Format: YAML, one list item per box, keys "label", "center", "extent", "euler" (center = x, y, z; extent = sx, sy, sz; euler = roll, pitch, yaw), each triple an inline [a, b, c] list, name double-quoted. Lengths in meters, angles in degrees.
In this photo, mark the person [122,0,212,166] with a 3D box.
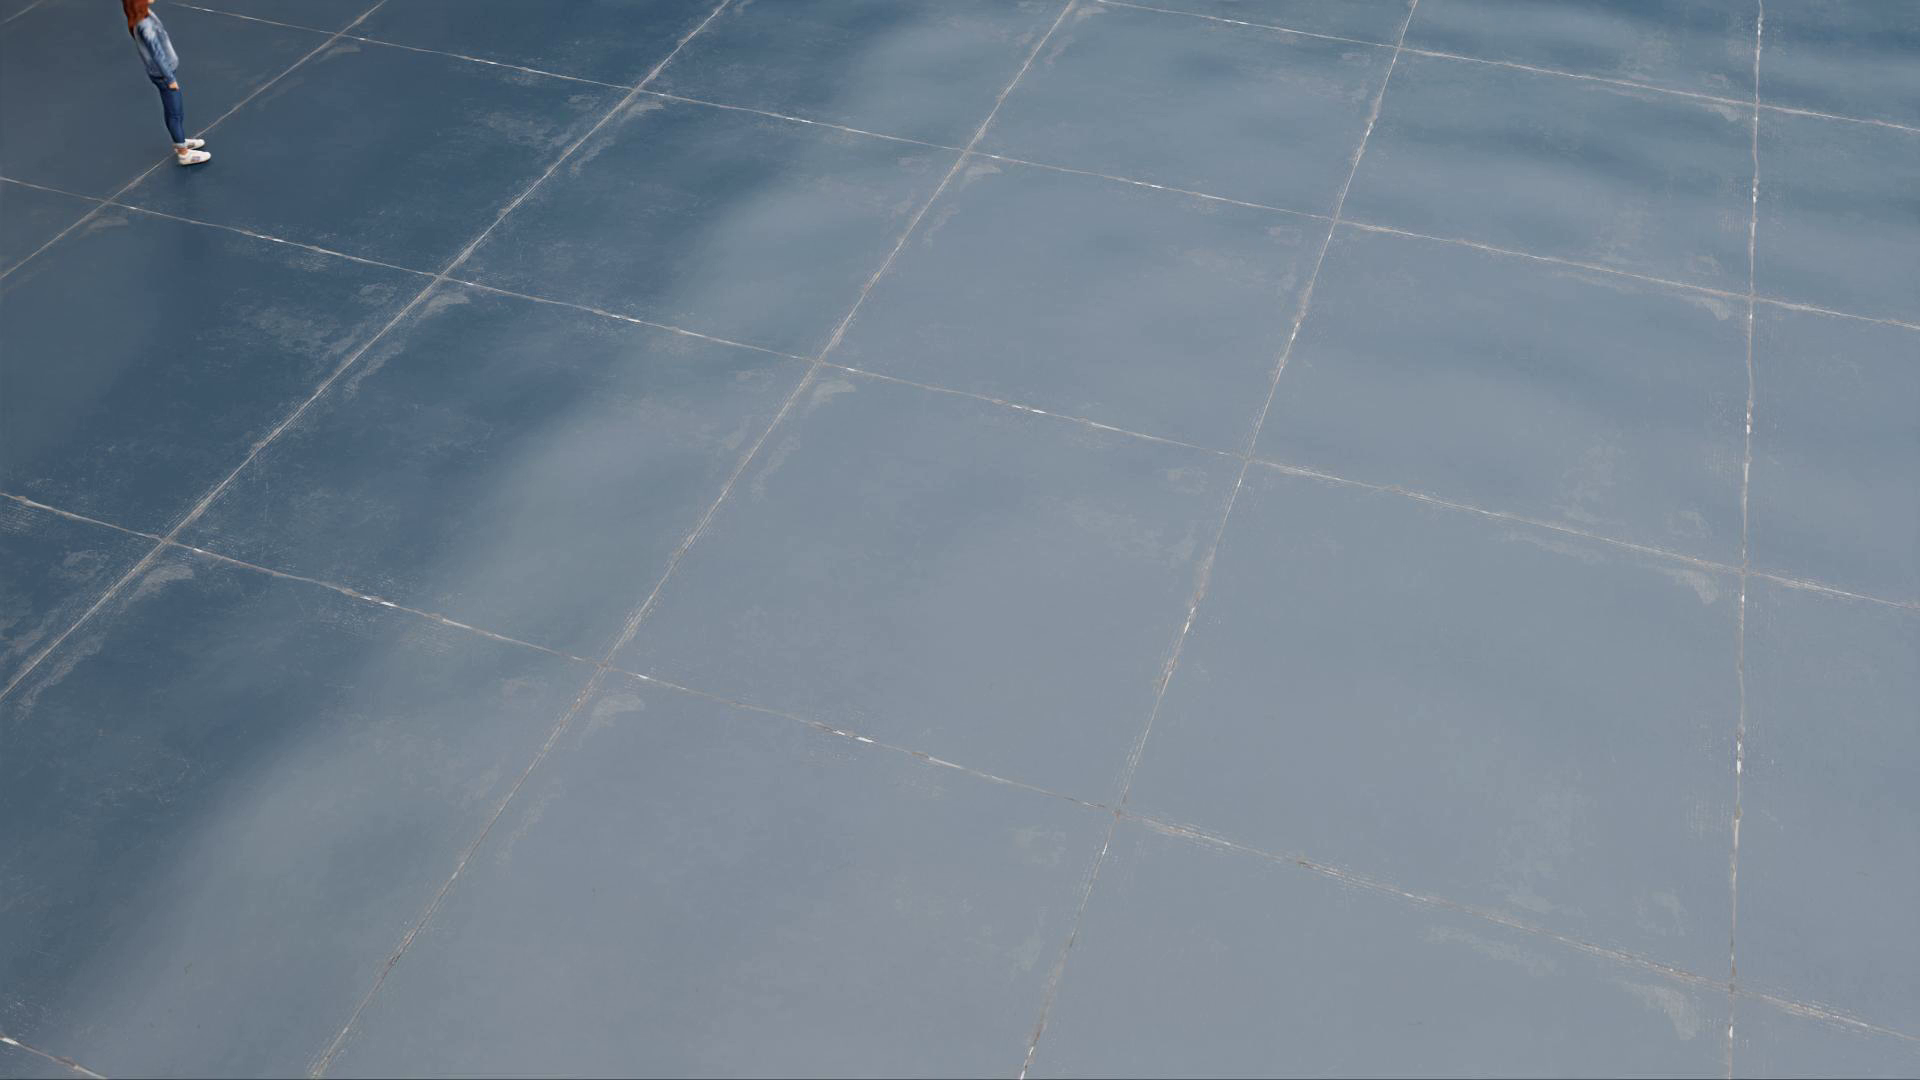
- label: "person"
  center: [-6.188, -3.633, 12.883]
  extent: [0.680, 1.474, 0.607]
  euler: [-21, 47, -21]
